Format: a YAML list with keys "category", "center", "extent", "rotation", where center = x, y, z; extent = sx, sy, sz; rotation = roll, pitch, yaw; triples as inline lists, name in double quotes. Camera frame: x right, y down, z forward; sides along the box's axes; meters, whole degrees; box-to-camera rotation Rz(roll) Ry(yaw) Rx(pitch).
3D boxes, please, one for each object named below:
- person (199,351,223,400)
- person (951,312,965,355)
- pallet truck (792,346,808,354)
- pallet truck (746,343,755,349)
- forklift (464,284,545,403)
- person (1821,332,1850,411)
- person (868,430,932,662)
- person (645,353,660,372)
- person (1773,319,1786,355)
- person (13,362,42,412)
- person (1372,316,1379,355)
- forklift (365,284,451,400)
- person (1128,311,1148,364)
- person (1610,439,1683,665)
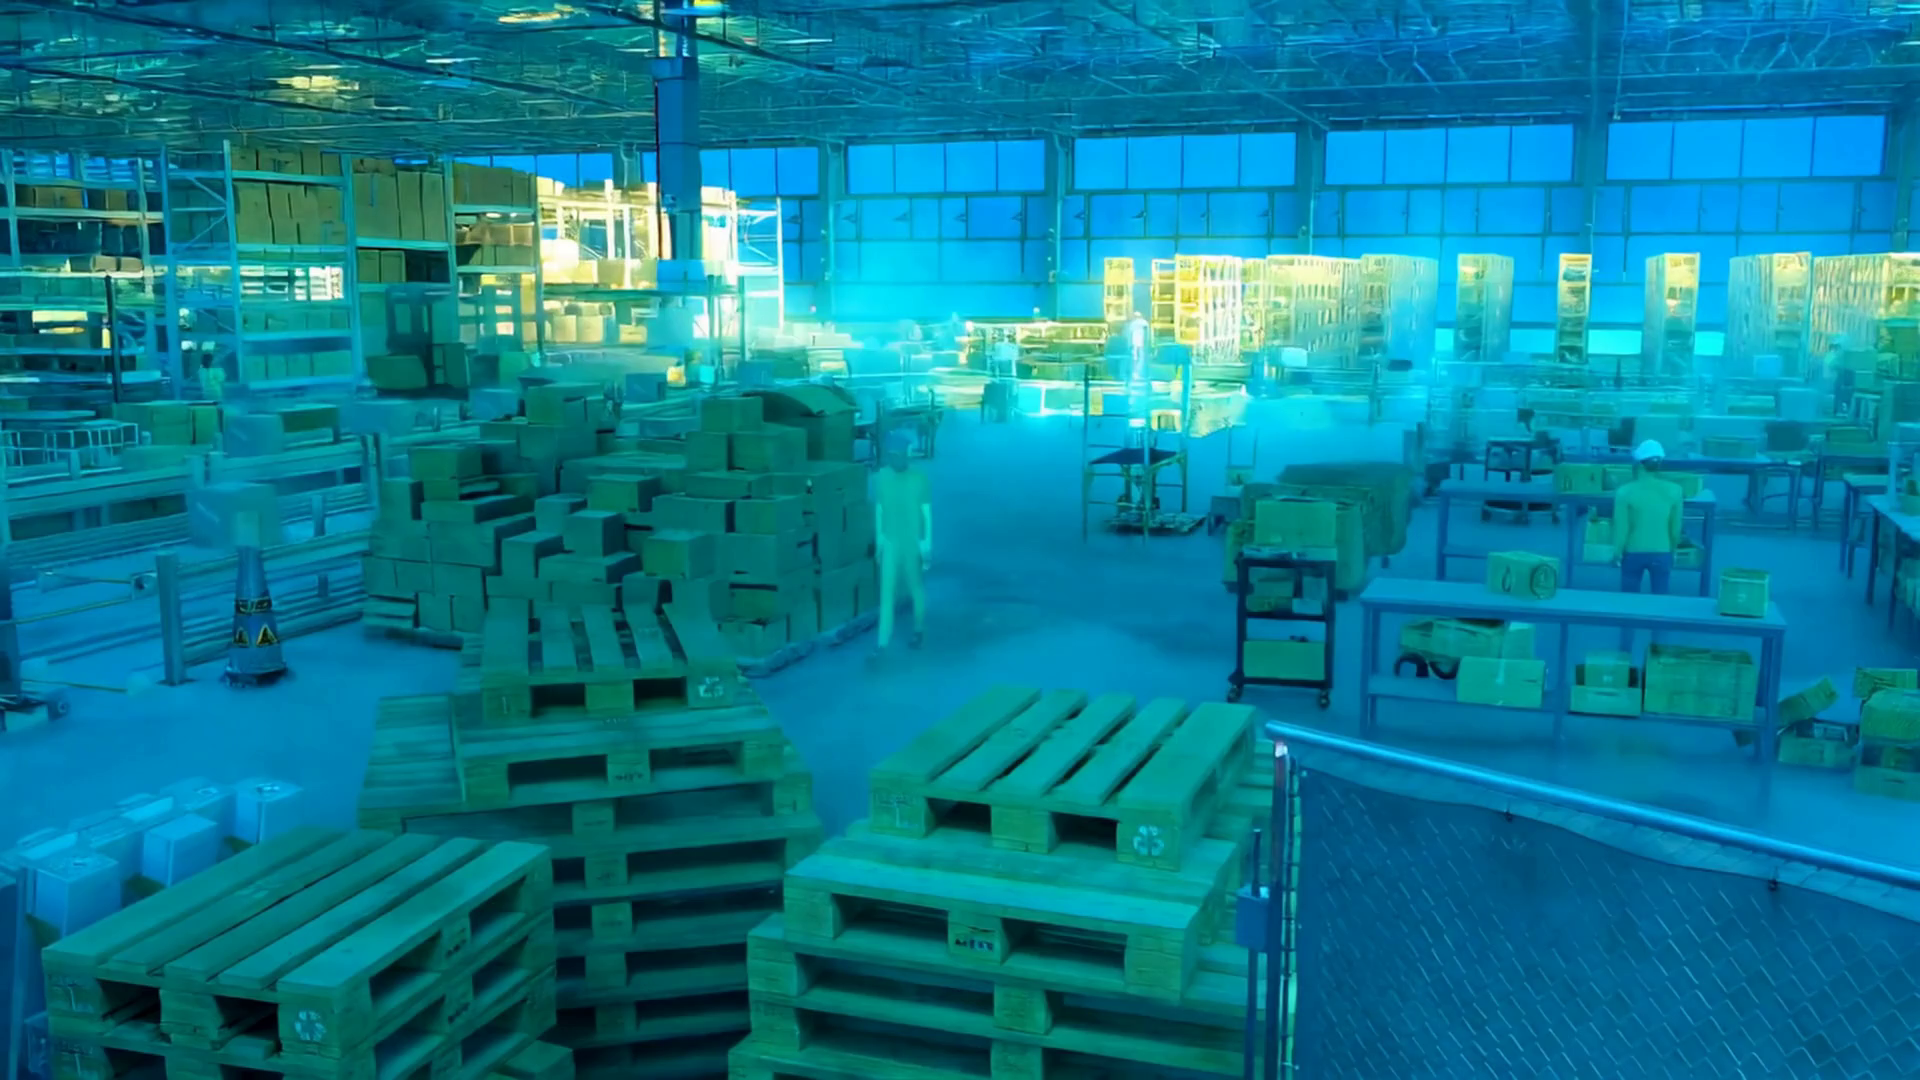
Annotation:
- category: "person"
  center: [-13.364, -2.543, 29.789]
  extent: [0.557, 1.682, 0.459]
  rotation: [4, 10, 25]
- category: "person"
  center: [-0.049, -7.333, 59.762]
  extent: [0.641, 1.714, 0.518]
  rotation: [2, 9, 13]
- category: "pallet truck"
  center: [-3.705, -4.298, 42.022]
  extent: [0.653, 1.274, 1.630]
  rotation: [3, 10, 20]
- category: "pallet truck"
  center: [-6.183, -4.618, 44.264]
  extent: [1.601, 1.201, 0.680]
  rotation: [-9, 12, -43]
- category: "forklift"
  center: [-10.832, -4.702, 39.610]
  extent: [1.129, 2.768, 1.873]
  rotation: [3, 10, 20]
- category: "person"
  center: [19.546, -3.736, 37.043]
  extent: [0.918, 1.779, 0.611]
  rotation: [-2, 9, -11]
- category: "person"
  center: [-0.456, 0.040, 13.157]
  extent: [0.541, 1.817, 0.978]
  rotation: [3, 9, 16]
- category: "person"
  center: [-8.241, -4.897, 44.740]
  extent: [0.500, 1.633, 0.279]
  rotation: [0, 9, 1]
- category: "person"
  center: [23.071, -5.356, 47.134]
  extent: [0.834, 1.802, 0.603]
  rotation: [4, 10, 24]
- category: "person"
  center: [-18.192, -2.957, 32.480]
  extent: [0.540, 1.646, 0.842]
  rotation: [3, 10, 19]
- category: "person"
  center: [13.172, -6.346, 52.789]
  extent: [0.433, 1.977, 0.608]
  rotation: [3, 10, 21]
- category: "forklift"
  center: [-13.545, -4.857, 40.586]
  extent: [1.129, 2.768, 1.873]
  rotation: [3, 10, 20]
- category: "person"
  center: [5.598, -6.205, 52.099]
  extent: [0.643, 1.909, 0.410]
  rotation: [4, 10, 24]
- category: "person"
  center: [5.327, 0.102, 12.937]
  extent: [0.522, 1.769, 0.311]
  rotation: [0, 9, 3]
